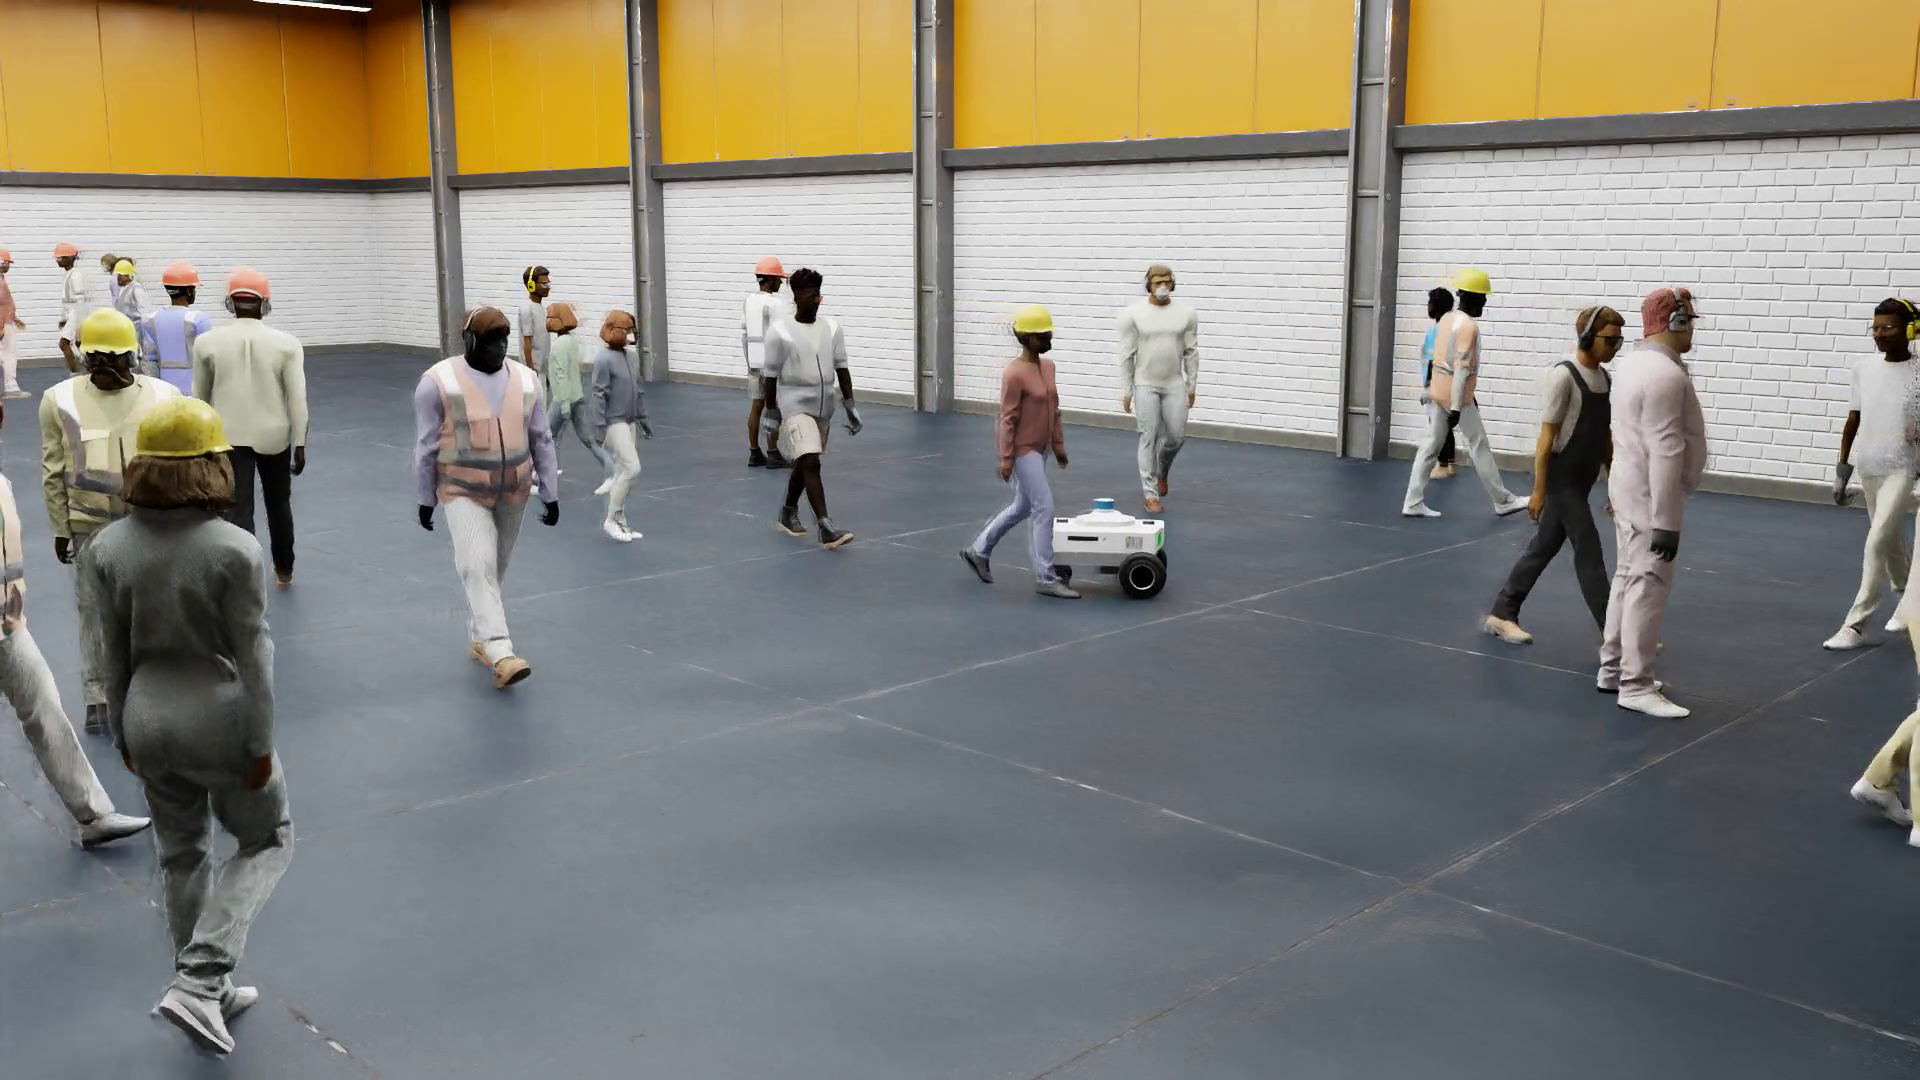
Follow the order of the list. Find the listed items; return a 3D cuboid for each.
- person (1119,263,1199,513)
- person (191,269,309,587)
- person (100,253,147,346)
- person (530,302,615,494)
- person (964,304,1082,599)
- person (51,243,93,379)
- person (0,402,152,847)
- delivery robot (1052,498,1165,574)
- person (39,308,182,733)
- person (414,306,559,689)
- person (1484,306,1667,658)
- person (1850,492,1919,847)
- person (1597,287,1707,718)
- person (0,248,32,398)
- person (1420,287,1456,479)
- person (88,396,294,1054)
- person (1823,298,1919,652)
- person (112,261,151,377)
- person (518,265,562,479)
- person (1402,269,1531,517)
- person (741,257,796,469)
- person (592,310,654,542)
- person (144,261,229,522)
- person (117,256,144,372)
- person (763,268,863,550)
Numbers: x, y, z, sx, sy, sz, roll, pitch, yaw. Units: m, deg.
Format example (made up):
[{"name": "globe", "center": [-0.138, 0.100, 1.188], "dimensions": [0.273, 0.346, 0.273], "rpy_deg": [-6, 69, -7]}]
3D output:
[{"name": "person", "center": [1.531, -1.190, 12.957], "dimensions": [0.631, 1.927, 0.594], "rpy_deg": [-1, 10, -7]}, {"name": "person", "center": [-4.122, -0.594, 9.689], "dimensions": [0.615, 1.943, 1.022], "rpy_deg": [-4, 11, -22]}, {"name": "person", "center": [-12.624, -3.386, 25.122], "dimensions": [1.096, 1.849, 0.633], "rpy_deg": [-5, 12, -27]}, {"name": "person", "center": [-3.208, -1.153, 13.660], "dimensions": [0.871, 1.593, 0.510], "rpy_deg": [1, 10, 6]}, {"name": "person", "center": [0.360, -0.544, 9.935], "dimensions": [0.825, 1.736, 0.521], "rpy_deg": [6, 12, 29]}, {"name": "person", "center": [-12.345, -3.078, 23.003], "dimensions": [0.689, 2.022, 0.613], "rpy_deg": [-6, 12, -32]}, {"name": "person", "center": [-3.209, 0.324, 5.579], "dimensions": [0.819, 1.604, 0.521], "rpy_deg": [1, 10, 4]}, {"name": "delivery robot", "center": [0.868, -0.006, 9.975], "dimensions": [0.707, 0.478, 0.477], "rpy_deg": [1, 10, 8]}, {"name": "person", "center": [-3.627, -0.088, 7.219], "dimensions": [0.591, 1.823, 0.404], "rpy_deg": [-7, 12, -32]}, {"name": "person", "center": [-2.219, -0.210, 7.974], "dimensions": [0.636, 1.787, 0.966], "rpy_deg": [-9, 14, -41]}, {"name": "person", "center": [3.122, -0.288, 8.421], "dimensions": [0.525, 1.782, 1.010], "rpy_deg": [-10, 14, -43]}, {"name": "person", "center": [3.417, 0.276, 5.769], "dimensions": [0.389, 1.633, 0.521], "rpy_deg": [8, 13, 37]}, {"name": "person", "center": [3.124, -0.170, 7.481], "dimensions": [0.401, 1.896, 0.698], "rpy_deg": [2, 11, 11]}, {"name": "person", "center": [-12.626, -2.848, 21.875], "dimensions": [0.613, 1.965, 0.637], "rpy_deg": [-8, 13, -36]}, {"name": "person", "center": [4.213, -1.364, 14.590], "dimensions": [0.322, 1.679, 0.656], "rpy_deg": [7, 12, 32]}, {"name": "person", "center": [-1.996, 0.499, 4.280], "dimensions": [0.491, 1.732, 0.477], "rpy_deg": [2, 11, 8]}, {"name": "person", "center": [4.897, -0.359, 8.743], "dimensions": [1.001, 1.823, 0.516], "rpy_deg": [-6, 12, -30]}, {"name": "person", "center": [-11.215, -2.840, 22.309], "dimensions": [0.878, 1.780, 0.611], "rpy_deg": [-10, 14, -42]}, {"name": "person", "center": [-3.712, -1.469, 14.627], "dimensions": [0.309, 1.868, 0.535], "rpy_deg": [0, 10, -1]}, {"name": "person", "center": [3.829, -1.079, 12.495], "dimensions": [1.008, 1.871, 0.607], "rpy_deg": [-1, 10, -6]}, {"name": "person", "center": [-1.753, -1.620, 15.265], "dimensions": [0.551, 1.933, 0.370], "rpy_deg": [10, 14, 43]}, {"name": "person", "center": [-2.337, -0.788, 11.611], "dimensions": [0.410, 1.620, 0.504], "rpy_deg": [3, 11, 14]}, {"name": "person", "center": [-5.683, -1.073, 12.270], "dimensions": [0.542, 1.939, 0.362], "rpy_deg": [2, 11, 13]}, {"name": "person", "center": [-12.871, -3.530, 26.030], "dimensions": [0.840, 1.819, 0.627], "rpy_deg": [-8, 13, -38]}, {"name": "person", "center": [-1.026, -0.913, 11.495], "dimensions": [0.612, 1.911, 1.039], "rpy_deg": [-9, 13, -39]}]
